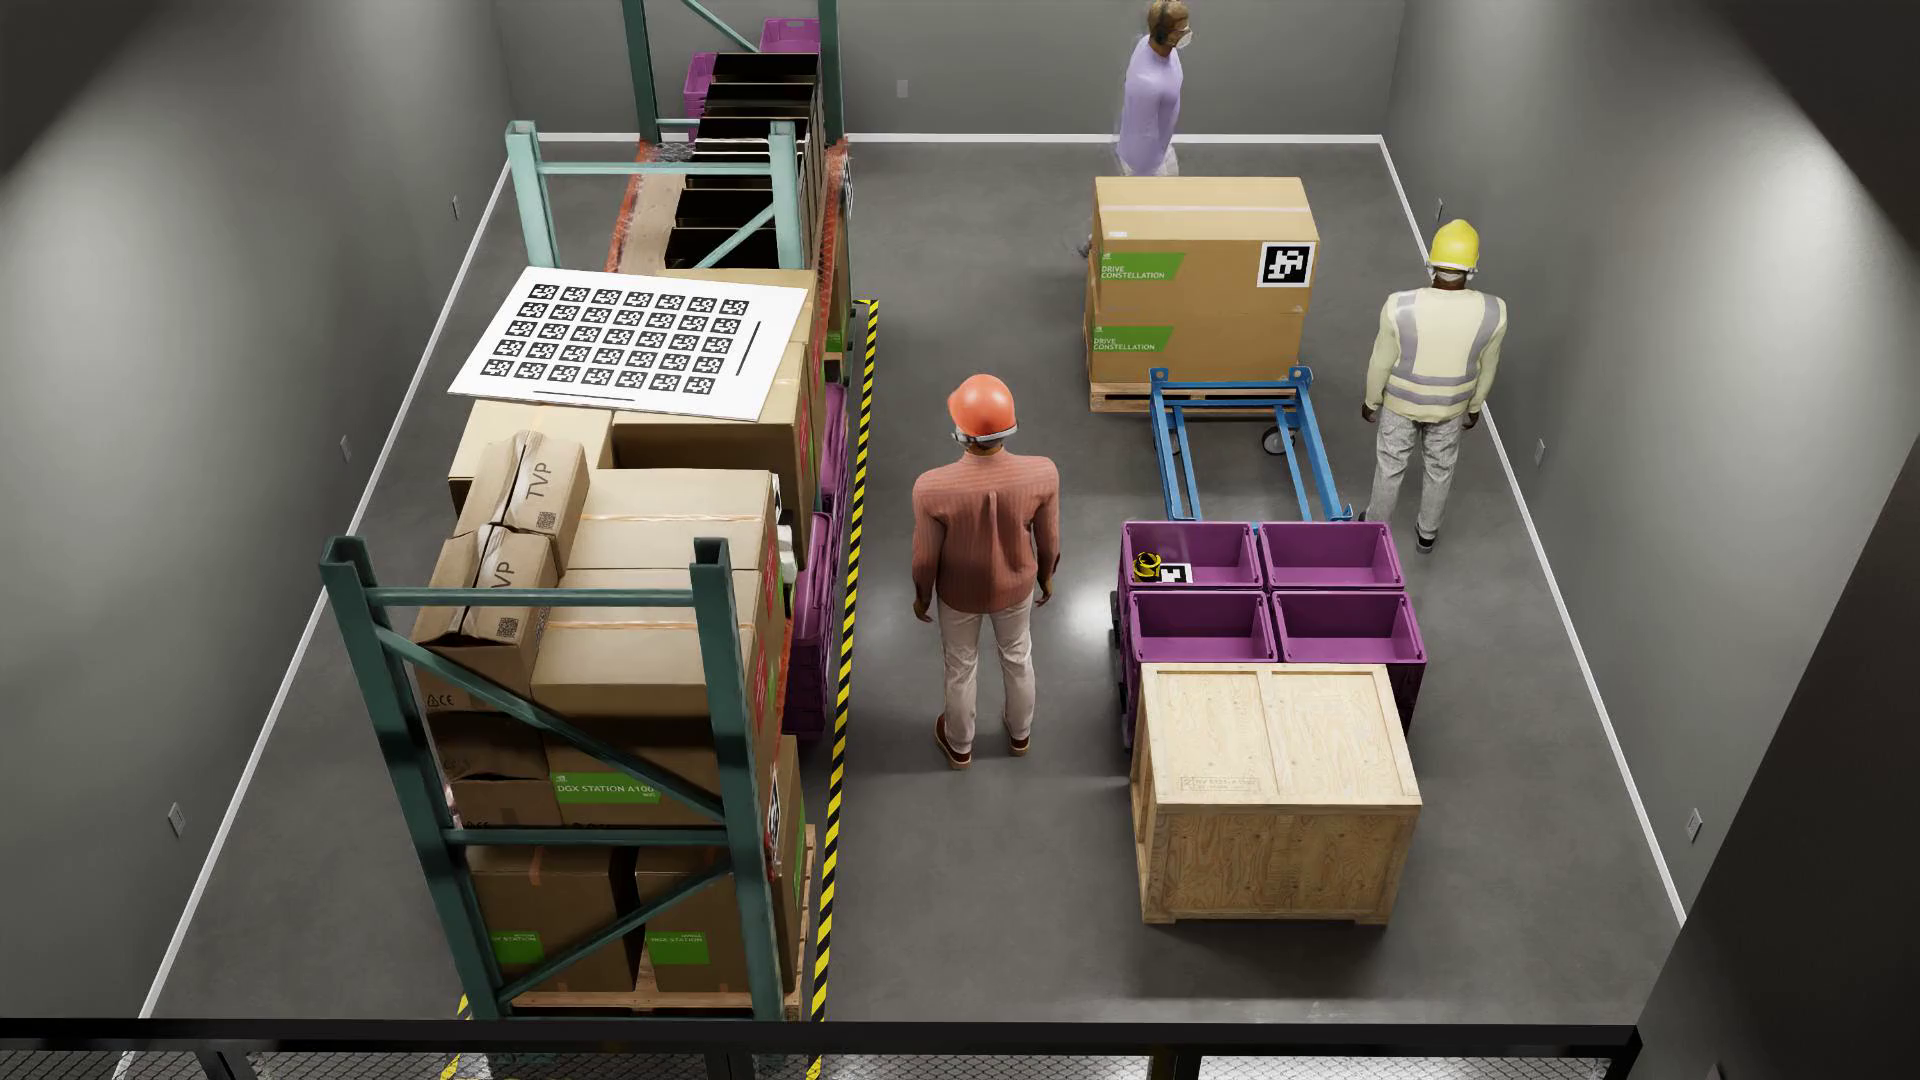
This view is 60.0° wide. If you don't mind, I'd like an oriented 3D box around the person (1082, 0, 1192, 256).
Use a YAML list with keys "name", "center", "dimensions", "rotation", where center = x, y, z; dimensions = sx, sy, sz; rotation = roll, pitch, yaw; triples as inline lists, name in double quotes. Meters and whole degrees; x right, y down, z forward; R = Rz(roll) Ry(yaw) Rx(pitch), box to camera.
- name: "person"
  center: [1.061, -2.240, 9.677]
  dimensions: [0.504, 1.925, 0.644]
  rotation: [8, 42, 9]

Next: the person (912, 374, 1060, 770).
- name: "person"
  center: [0.101, 0.160, 6.887]
  dimensions: [0.622, 1.995, 0.383]
  rotation: [-9, 42, -10]

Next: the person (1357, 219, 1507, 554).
- name: "person"
  center: [2.231, -0.698, 7.992]
  dimensions: [0.591, 1.829, 0.404]
  rotation: [3, 41, 3]
